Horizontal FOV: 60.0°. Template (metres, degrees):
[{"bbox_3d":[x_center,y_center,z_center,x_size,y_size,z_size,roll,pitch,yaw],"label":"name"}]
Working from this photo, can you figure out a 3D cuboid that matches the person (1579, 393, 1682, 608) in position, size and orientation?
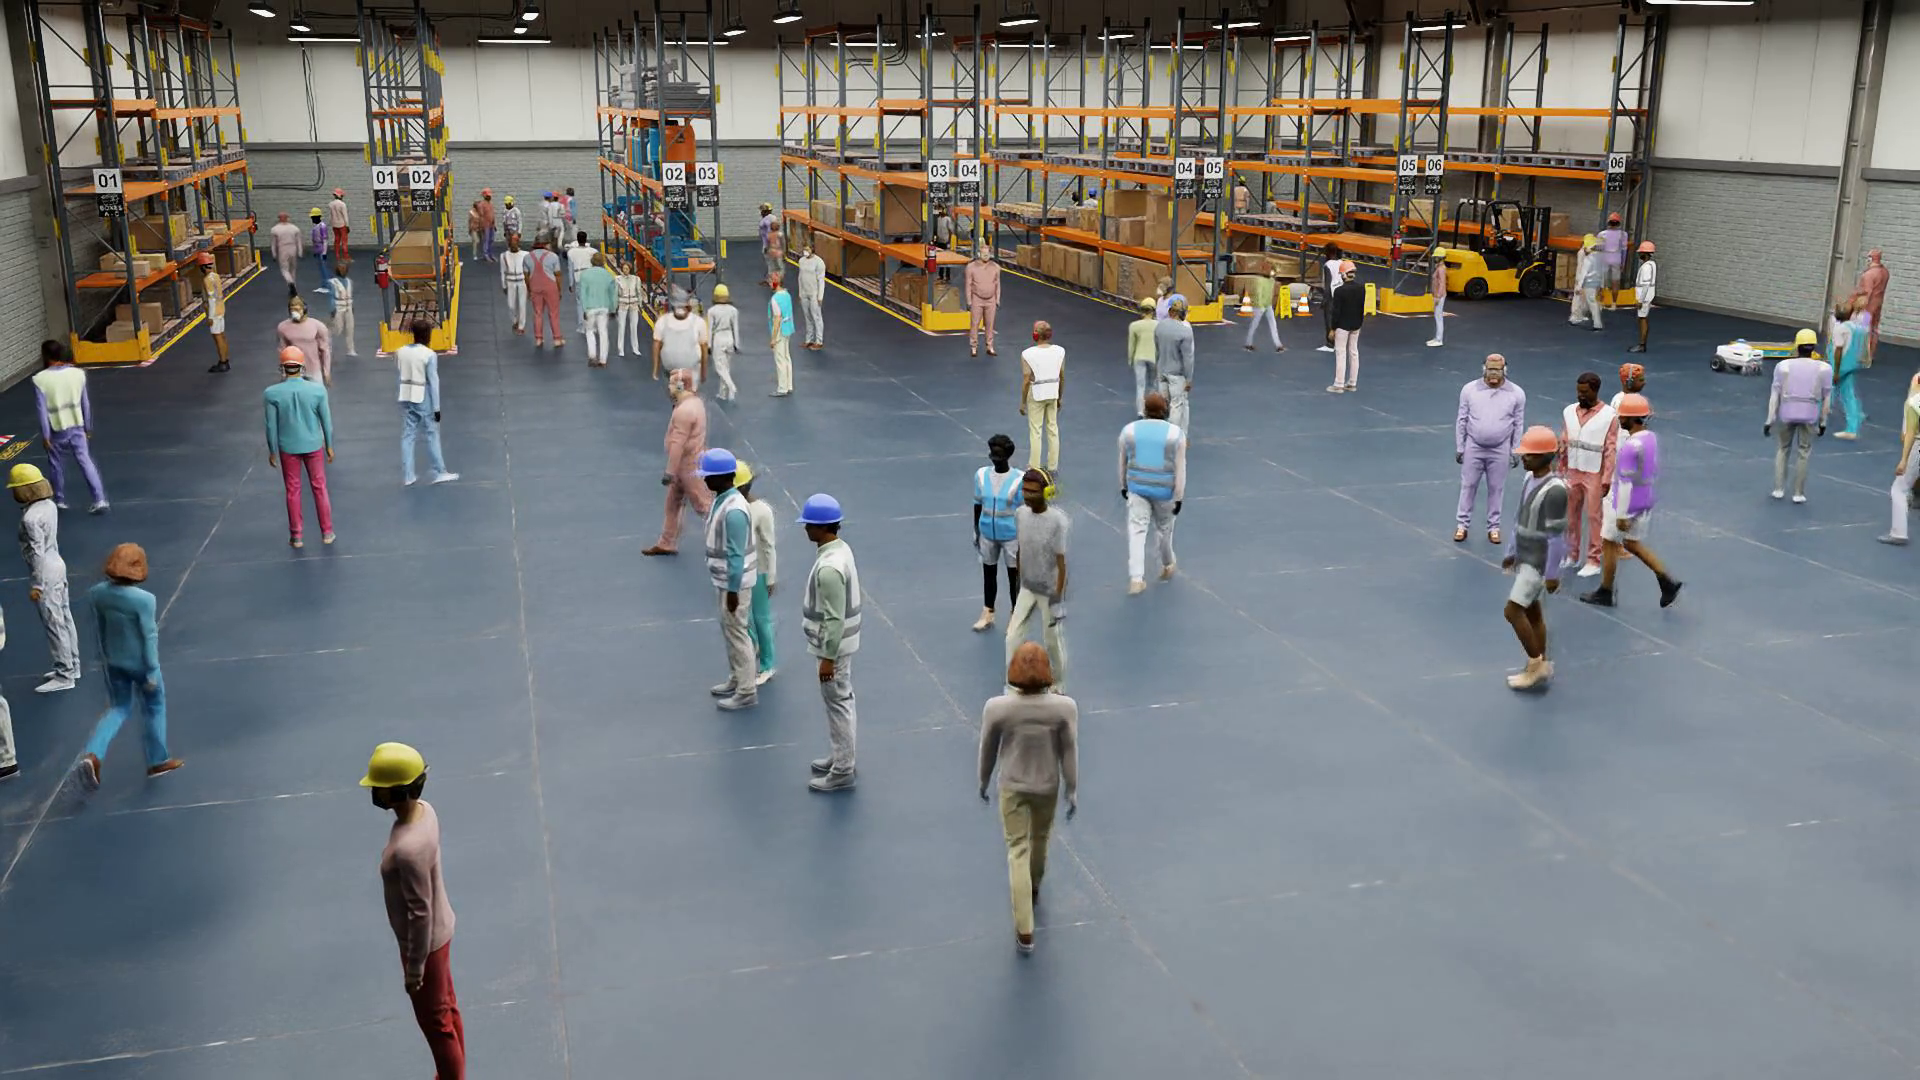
[{"bbox_3d":[5.859,-0.315,14.373,0.558,1.915,0.746,-14,20,-42],"label":"person"}]

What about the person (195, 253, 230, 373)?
[{"bbox_3d":[-12.148,-3.689,27.027,0.376,1.933,0.544,-3,15,-10],"label":"person"}]

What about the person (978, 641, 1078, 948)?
[{"bbox_3d":[0.358,1.308,8.875,0.516,1.583,0.852,-1,15,-3],"label":"person"}]

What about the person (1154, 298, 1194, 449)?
[{"bbox_3d":[2.702,-2.083,21.003,0.387,1.927,0.638,-11,18,-36],"label":"person"}]

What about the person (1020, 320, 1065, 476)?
[{"bbox_3d":[0.967,-1.642,19.483,0.567,1.850,0.389,-8,17,-27],"label":"person"}]

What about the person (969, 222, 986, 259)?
[{"bbox_3d":[0.352,-5.593,34.200,0.369,1.928,0.586,1,15,4],"label":"person"}]

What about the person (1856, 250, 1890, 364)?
[{"bbox_3d":[15.233,-3.903,27.895,0.636,1.903,0.404,-11,18,-36],"label":"person"}]

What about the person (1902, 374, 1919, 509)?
[{"bbox_3d":[10.368,-1.183,17.701,0.563,1.887,1.003,9,17,29],"label":"person"}]

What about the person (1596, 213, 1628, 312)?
[{"bbox_3d":[13.598,-5.804,34.772,0.605,2.045,0.378,5,16,17],"label":"person"}]

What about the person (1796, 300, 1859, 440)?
[{"bbox_3d":[11.442,-2.242,21.822,0.543,1.799,0.955,-10,18,-33],"label":"person"}]

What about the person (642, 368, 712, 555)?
[{"bbox_3d":[-2.598,-0.730,16.032,0.954,1.866,0.641,-2,15,-6],"label":"person"}]

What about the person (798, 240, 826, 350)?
[{"bbox_3d":[-2.634,-4.339,29.485,0.625,1.933,0.373,14,20,42],"label":"person"}]

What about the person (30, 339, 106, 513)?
[{"bbox_3d":[-9.589,-1.219,17.842,1.007,1.876,0.599,10,18,33],"label":"person"}]

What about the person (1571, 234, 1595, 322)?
[{"bbox_3d":[12.499,-5.250,33.265,0.493,1.740,0.325,-14,20,-42],"label":"person"}]

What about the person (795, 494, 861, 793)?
[{"bbox_3d":[-0.834,0.653,10.656,0.404,1.945,0.616,0,15,0],"label":"person"}]

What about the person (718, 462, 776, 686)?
[{"bbox_3d":[-1.613,0.252,12.553,0.546,1.741,0.392,8,17,28],"label":"person"}]

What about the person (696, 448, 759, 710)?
[{"bbox_3d":[-1.684,0.274,12.114,0.423,1.935,0.612,-5,16,-17],"label":"person"}]

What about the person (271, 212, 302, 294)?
[{"bbox_3d":[-15.206,-6.464,37.602,0.651,1.872,0.749,-11,18,-36],"label":"person"}]

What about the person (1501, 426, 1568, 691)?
[{"bbox_3d":[4.277,0.143,12.442,0.509,2.025,0.617,1,15,4],"label":"person"}]

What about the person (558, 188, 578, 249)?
[{"bbox_3d":[-11.569,-9.523,49.257,0.678,1.796,0.958,11,18,36],"label":"person"}]

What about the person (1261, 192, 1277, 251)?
[{"bbox_3d":[9.024,-9.296,48.551,0.517,1.698,0.457,11,19,37],"label":"person"}]

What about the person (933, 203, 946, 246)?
[{"bbox_3d":[-0.631,-8.116,43.888,0.502,1.838,0.346,3,15,11],"label":"person"}]

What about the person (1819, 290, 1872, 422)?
[{"bbox_3d":[12.321,-2.551,22.998,0.581,1.800,0.977,-6,16,-21],"label":"person"}]

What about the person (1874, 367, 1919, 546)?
[{"bbox_3d":[9.530,-0.808,16.429,0.629,1.807,0.582,-4,15,-14],"label":"person"}]

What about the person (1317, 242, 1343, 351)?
[{"bbox_3d":[6.558,-4.281,29.287,0.373,1.914,0.597,11,18,36],"label":"person"}]

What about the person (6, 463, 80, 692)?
[{"bbox_3d":[-6.887,0.274,12.486,0.304,1.740,0.485,-4,15,-14],"label":"person"}]

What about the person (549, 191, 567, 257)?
[{"bbox_3d":[-11.174,-8.701,45.991,0.547,1.870,1.066,1,15,6],"label":"person"}]

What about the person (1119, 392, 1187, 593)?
[{"bbox_3d":[1.754,-0.458,15.133,0.641,1.790,0.961,5,16,18],"label":"person"}]

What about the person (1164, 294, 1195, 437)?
[{"bbox_3d":[2.790,-2.165,21.258,0.404,1.948,0.605,2,15,7],"label":"person"}]

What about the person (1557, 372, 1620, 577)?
[{"bbox_3d":[5.854,-0.626,15.558,0.408,1.907,0.597,-10,18,-32],"label":"person"}]

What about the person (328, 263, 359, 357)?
[{"bbox_3d":[-10.698,-3.975,28.696,0.551,1.619,0.536,8,17,29],"label":"person"}]

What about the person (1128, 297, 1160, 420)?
[{"bbox_3d":[2.561,-2.460,22.825,0.527,1.723,0.891,2,15,8],"label":"person"}]

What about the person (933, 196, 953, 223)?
[{"bbox_3d":[-0.602,-9.465,48.657,0.743,1.975,0.969,12,19,39],"label":"person"}]

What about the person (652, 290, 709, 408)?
[{"bbox_3d":[-3.610,-2.270,21.477,0.692,2.000,0.991,1,15,3],"label":"person"}]

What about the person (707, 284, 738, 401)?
[{"bbox_3d":[-3.458,-2.890,24.418,0.492,1.719,0.662,-11,18,-35],"label":"person"}]

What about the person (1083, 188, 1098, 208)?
[{"bbox_3d":[3.641,-8.777,46.142,0.605,1.948,0.406,11,19,36],"label":"person"}]

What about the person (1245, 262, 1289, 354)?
[{"bbox_3d":[5.345,-4.052,29.059,0.503,1.586,0.871,-11,18,-36],"label":"person"}]

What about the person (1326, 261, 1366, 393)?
[{"bbox_3d":[5.841,-3.223,25.167,0.608,1.989,0.387,-8,17,-29],"label":"person"}]
